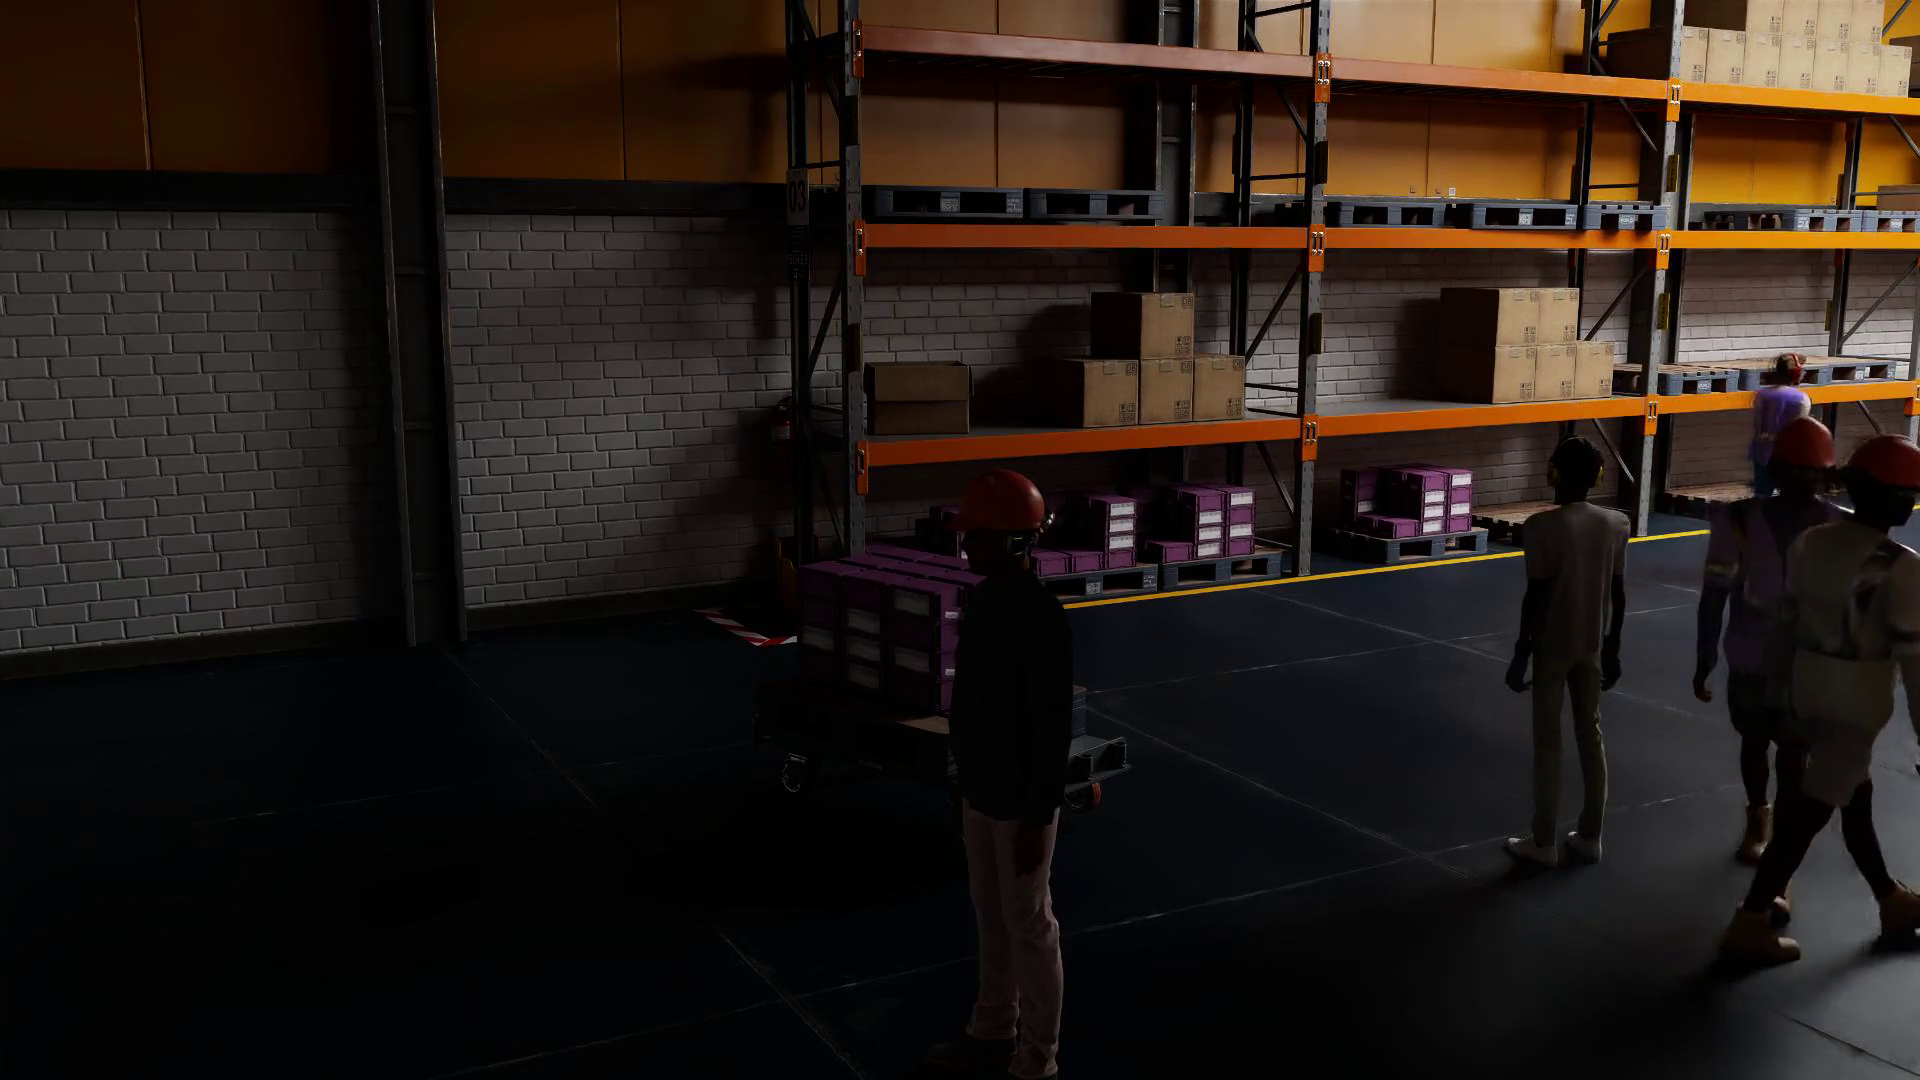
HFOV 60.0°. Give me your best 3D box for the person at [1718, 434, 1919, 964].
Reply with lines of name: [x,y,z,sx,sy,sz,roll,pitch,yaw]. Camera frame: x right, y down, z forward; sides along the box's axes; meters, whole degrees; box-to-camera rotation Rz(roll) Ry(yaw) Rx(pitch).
person: [3.330,0.600,6.152,1.073,1.980,0.638,-2,10,-9]

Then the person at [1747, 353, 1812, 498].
person: [6.757,-0.604,13.529,0.762,1.820,0.597,-3,10,-19]

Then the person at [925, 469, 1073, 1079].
person: [0.135,0.770,5.142,0.376,1.995,0.612,-4,11,-23]

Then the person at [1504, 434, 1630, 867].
person: [2.614,0.480,7.178,0.535,1.868,0.309,-2,10,-12]

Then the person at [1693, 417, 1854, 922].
person: [3.380,0.482,6.859,0.610,1.993,1.069,6,12,31]
